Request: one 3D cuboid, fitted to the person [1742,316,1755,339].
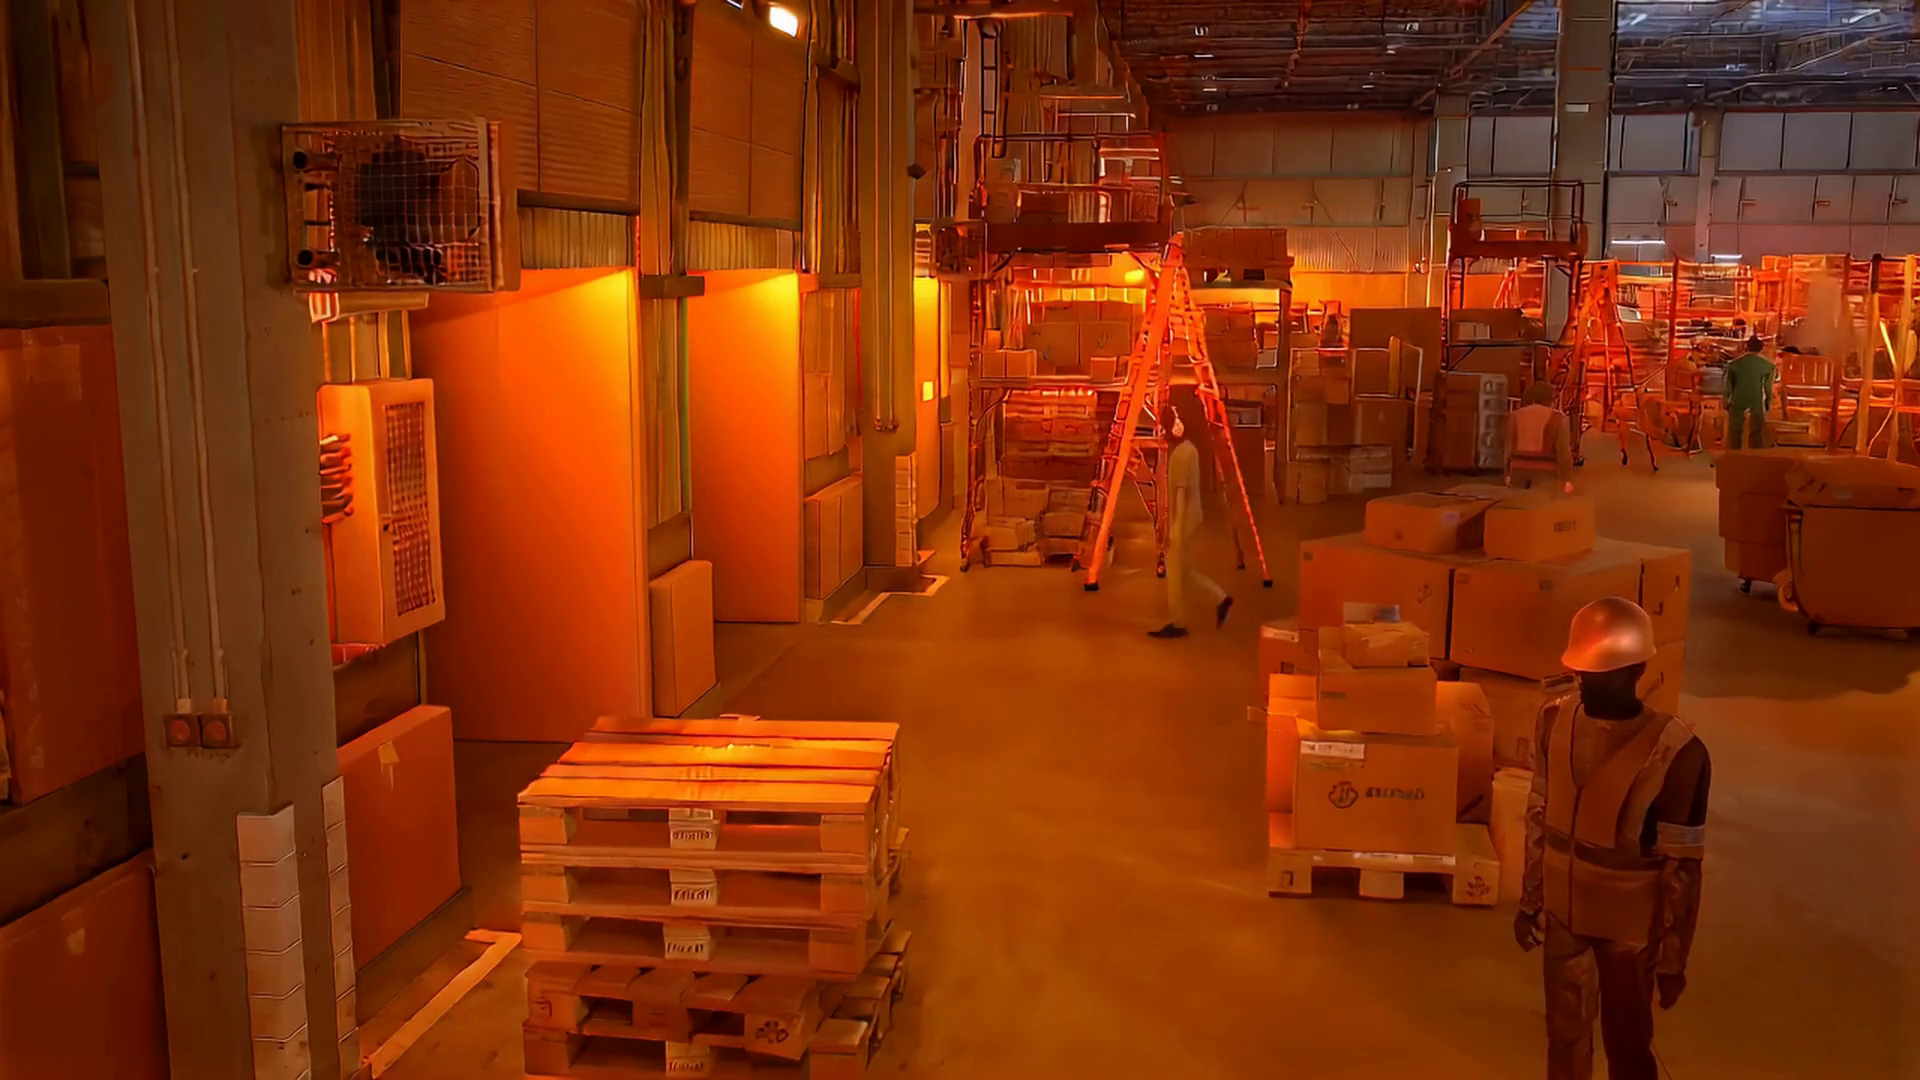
[{"bbox_3d":[19.976,-4.834,42.218,0.321,1.697,0.529,7,12,38],"label":"person"}]

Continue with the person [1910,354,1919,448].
[{"bbox_3d":[15.521,-2.339,26.721,0.323,1.736,0.488,4,10,25],"label":"person"}]

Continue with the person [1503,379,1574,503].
[{"bbox_3d":[5.452,-0.593,15.666,0.528,1.828,0.628,-9,13,-42],"label":"person"}]

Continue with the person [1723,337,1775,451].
[{"bbox_3d":[10.924,-1.848,23.094,0.629,1.932,0.366,4,10,21],"label":"person"}]

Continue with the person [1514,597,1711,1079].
[{"bbox_3d":[1.891,1.106,4.918,0.393,1.918,0.589,-5,10,-28],"label":"person"}]

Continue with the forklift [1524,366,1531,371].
[{"bbox_3d":[16.859,-6.050,46.080,1.873,2.768,1.129,-3,10,-17],"label":"forklift"}]

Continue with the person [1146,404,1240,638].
[{"bbox_3d":[1.778,-0.125,12.742,0.624,1.842,0.518,3,10,17],"label":"person"}]

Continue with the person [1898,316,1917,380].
[{"bbox_3d":[19.584,-3.687,34.469,0.380,1.917,0.585,5,11,30],"label":"person"}]

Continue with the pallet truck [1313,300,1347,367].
[{"bbox_3d":[11.159,-6.200,49.718,0.823,1.965,1.885,4,10,26],"label":"pallet truck"}]

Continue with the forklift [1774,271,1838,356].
[{"bbox_3d":[19.809,-4.804,38.393,1.873,2.768,1.129,1,9,9],"label":"forklift"}]
